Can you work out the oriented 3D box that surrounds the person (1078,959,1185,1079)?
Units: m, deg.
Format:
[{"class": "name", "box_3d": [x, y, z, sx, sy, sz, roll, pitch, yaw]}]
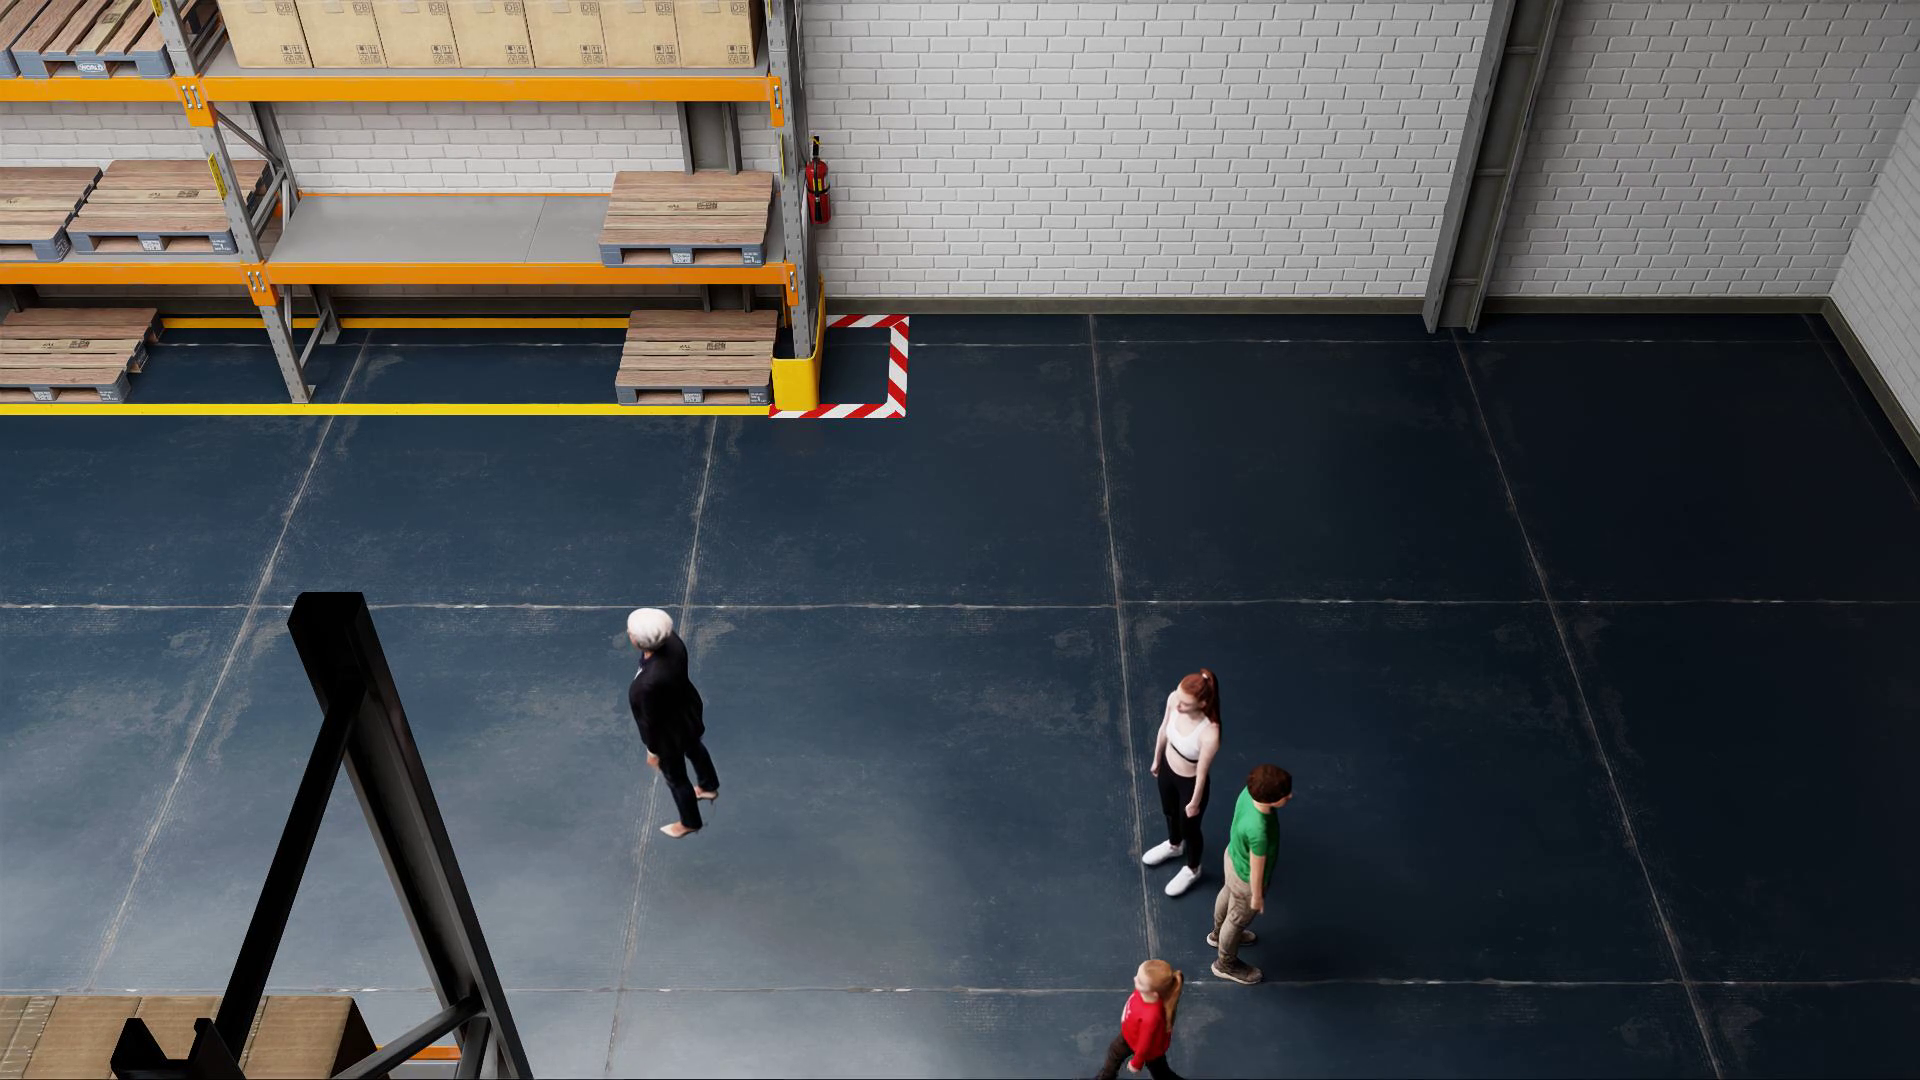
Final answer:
[{"class": "person", "box_3d": [0.999, 2.533, 8.427, 0.881, 1.258, 0.499, 1, 44, 1]}]

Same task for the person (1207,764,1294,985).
[{"class": "person", "box_3d": [1.536, 1.764, 8.951, 0.551, 1.651, 0.598, 3, 44, 3]}]

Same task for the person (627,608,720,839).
[{"class": "person", "box_3d": [-1.543, 0.949, 8.953, 0.648, 1.778, 0.755, 7, 44, 7]}]

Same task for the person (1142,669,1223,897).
[{"class": "person", "box_3d": [1.269, 1.338, 9.332, 0.650, 1.741, 0.651, -20, 47, -20]}]
